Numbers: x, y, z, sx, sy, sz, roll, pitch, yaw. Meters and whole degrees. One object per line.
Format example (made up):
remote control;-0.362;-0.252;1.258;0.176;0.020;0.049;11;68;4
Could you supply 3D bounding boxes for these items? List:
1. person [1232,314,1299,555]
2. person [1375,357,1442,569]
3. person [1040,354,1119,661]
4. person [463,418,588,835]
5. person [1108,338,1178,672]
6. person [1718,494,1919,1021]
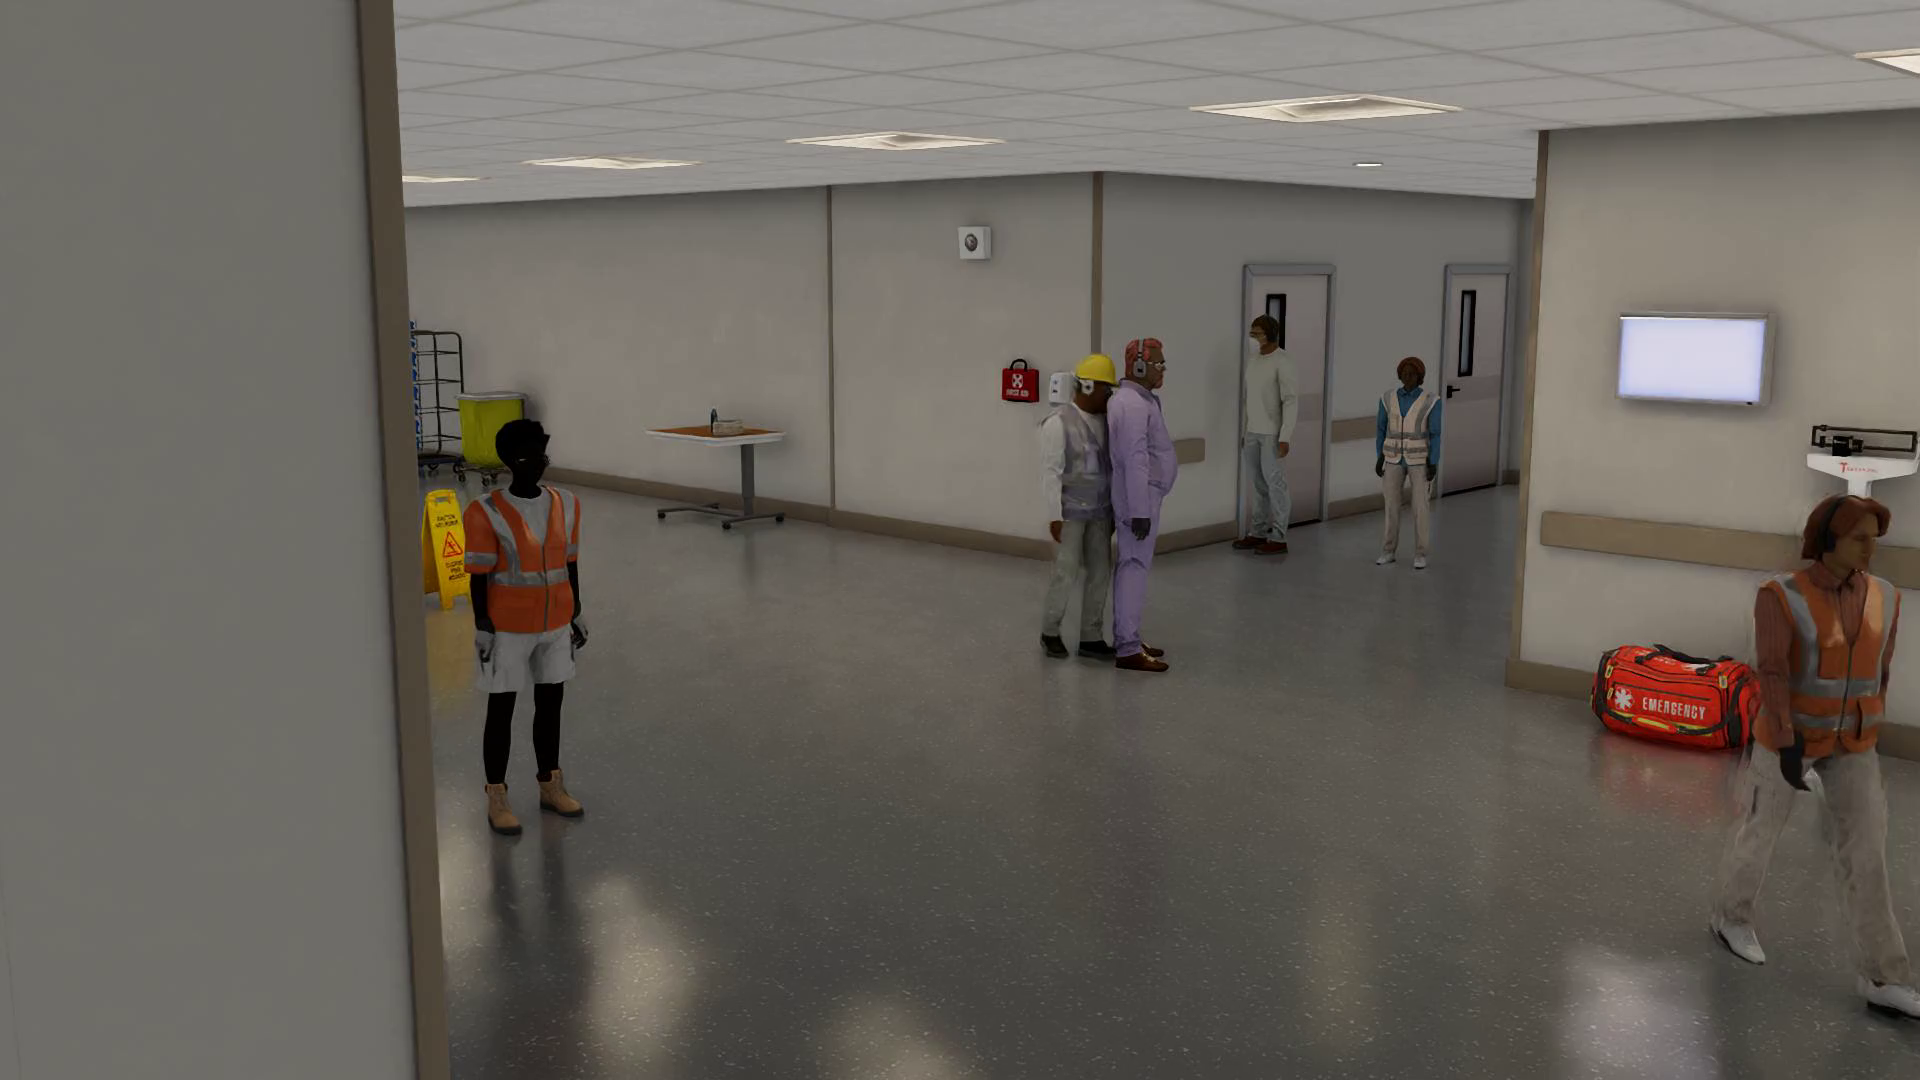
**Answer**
person;2.475;-0.848;13.424;0.354;1.936;0.635;-4;10;-23
person;3.452;-0.594;12.820;0.513;1.633;0.317;7;11;36
person;0.714;-0.186;9.751;0.632;1.803;0.483;-8;12;-42
person;-1.776;0.344;6.851;0.537;1.695;0.320;-9;13;-44
person;1.050;-0.210;9.607;0.408;1.906;0.653;1;9;4
person;2.739;0.656;5.267;0.507;1.597;0.819;-1;9;-5
